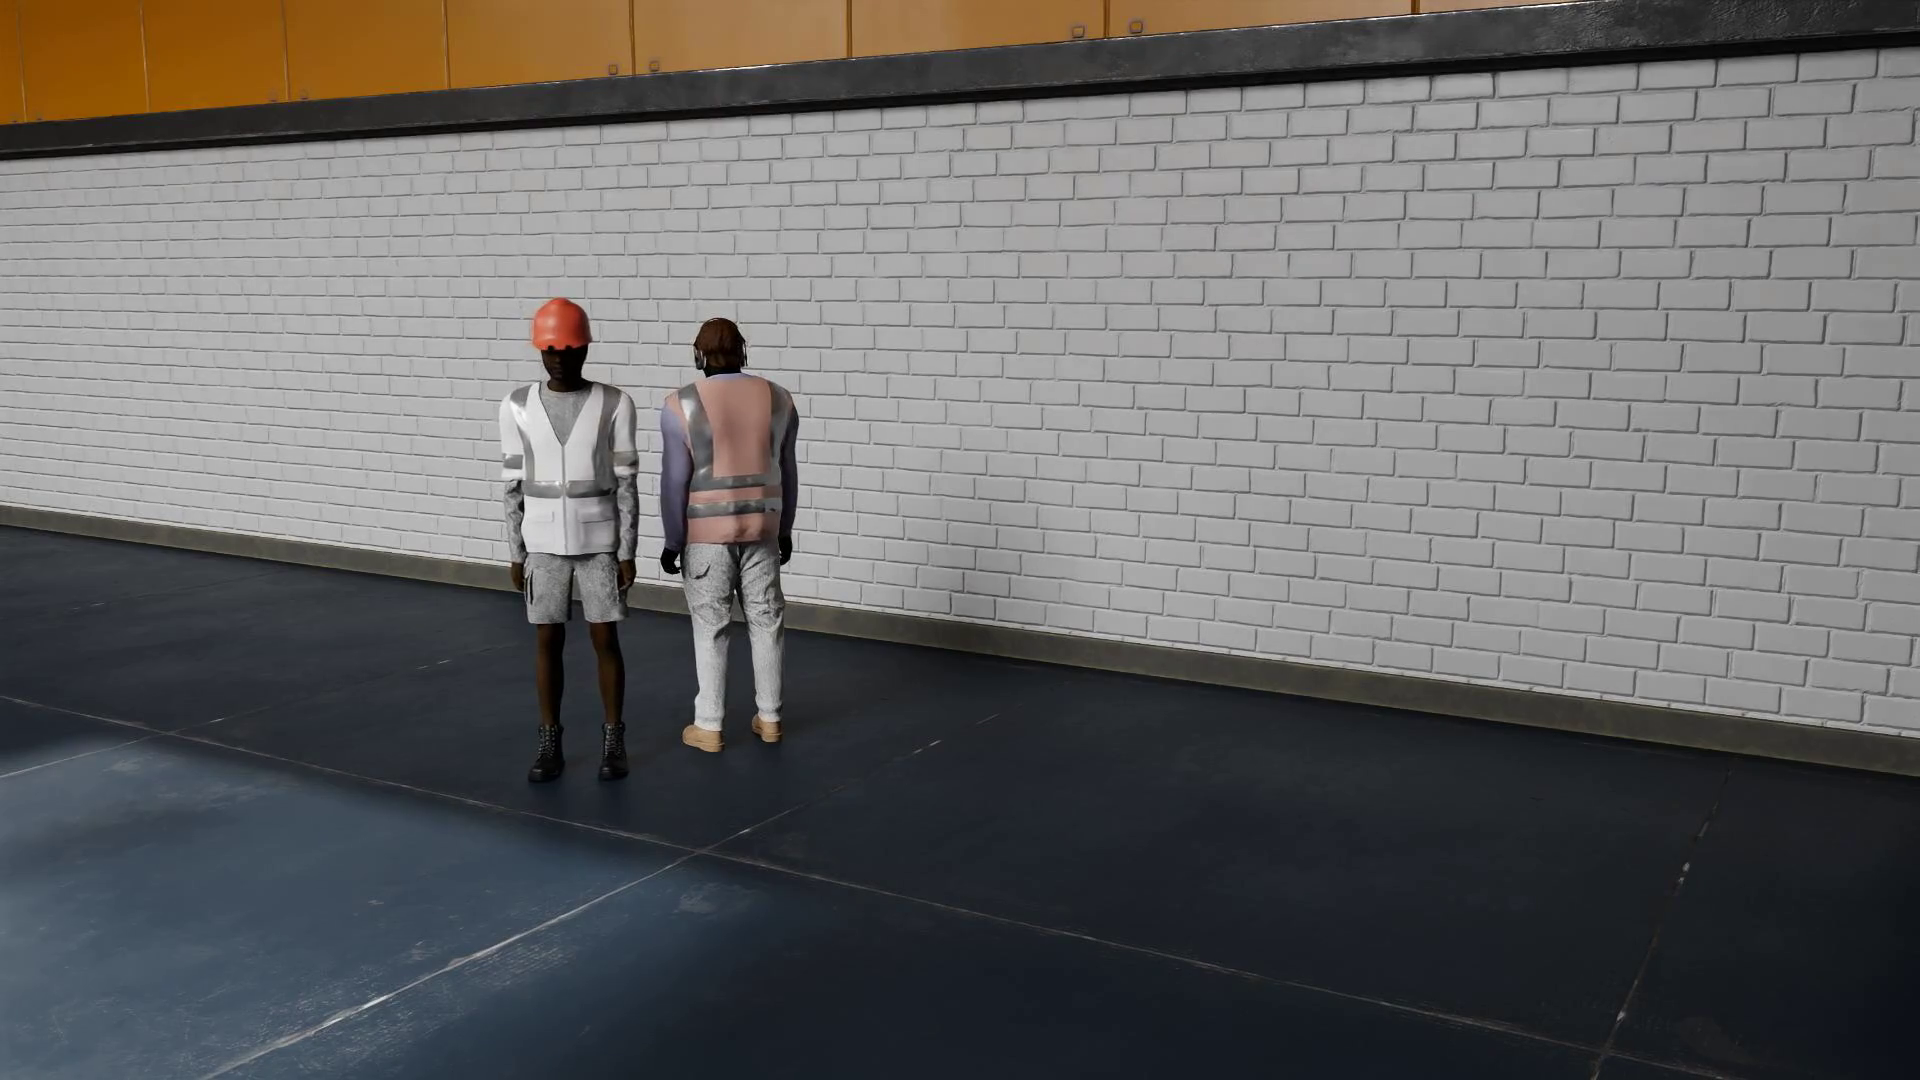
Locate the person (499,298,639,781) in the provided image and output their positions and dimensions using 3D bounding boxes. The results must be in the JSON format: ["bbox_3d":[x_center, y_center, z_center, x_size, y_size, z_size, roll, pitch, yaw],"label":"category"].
[{"bbox_3d":[-1.543,0.012,6.608,0.540,1.929,0.385,-1,9,-3],"label":"person"}]

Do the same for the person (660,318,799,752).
[{"bbox_3d":[-0.989,-0.020,7.086,0.619,1.838,0.430,-5,10,-30],"label":"person"}]
